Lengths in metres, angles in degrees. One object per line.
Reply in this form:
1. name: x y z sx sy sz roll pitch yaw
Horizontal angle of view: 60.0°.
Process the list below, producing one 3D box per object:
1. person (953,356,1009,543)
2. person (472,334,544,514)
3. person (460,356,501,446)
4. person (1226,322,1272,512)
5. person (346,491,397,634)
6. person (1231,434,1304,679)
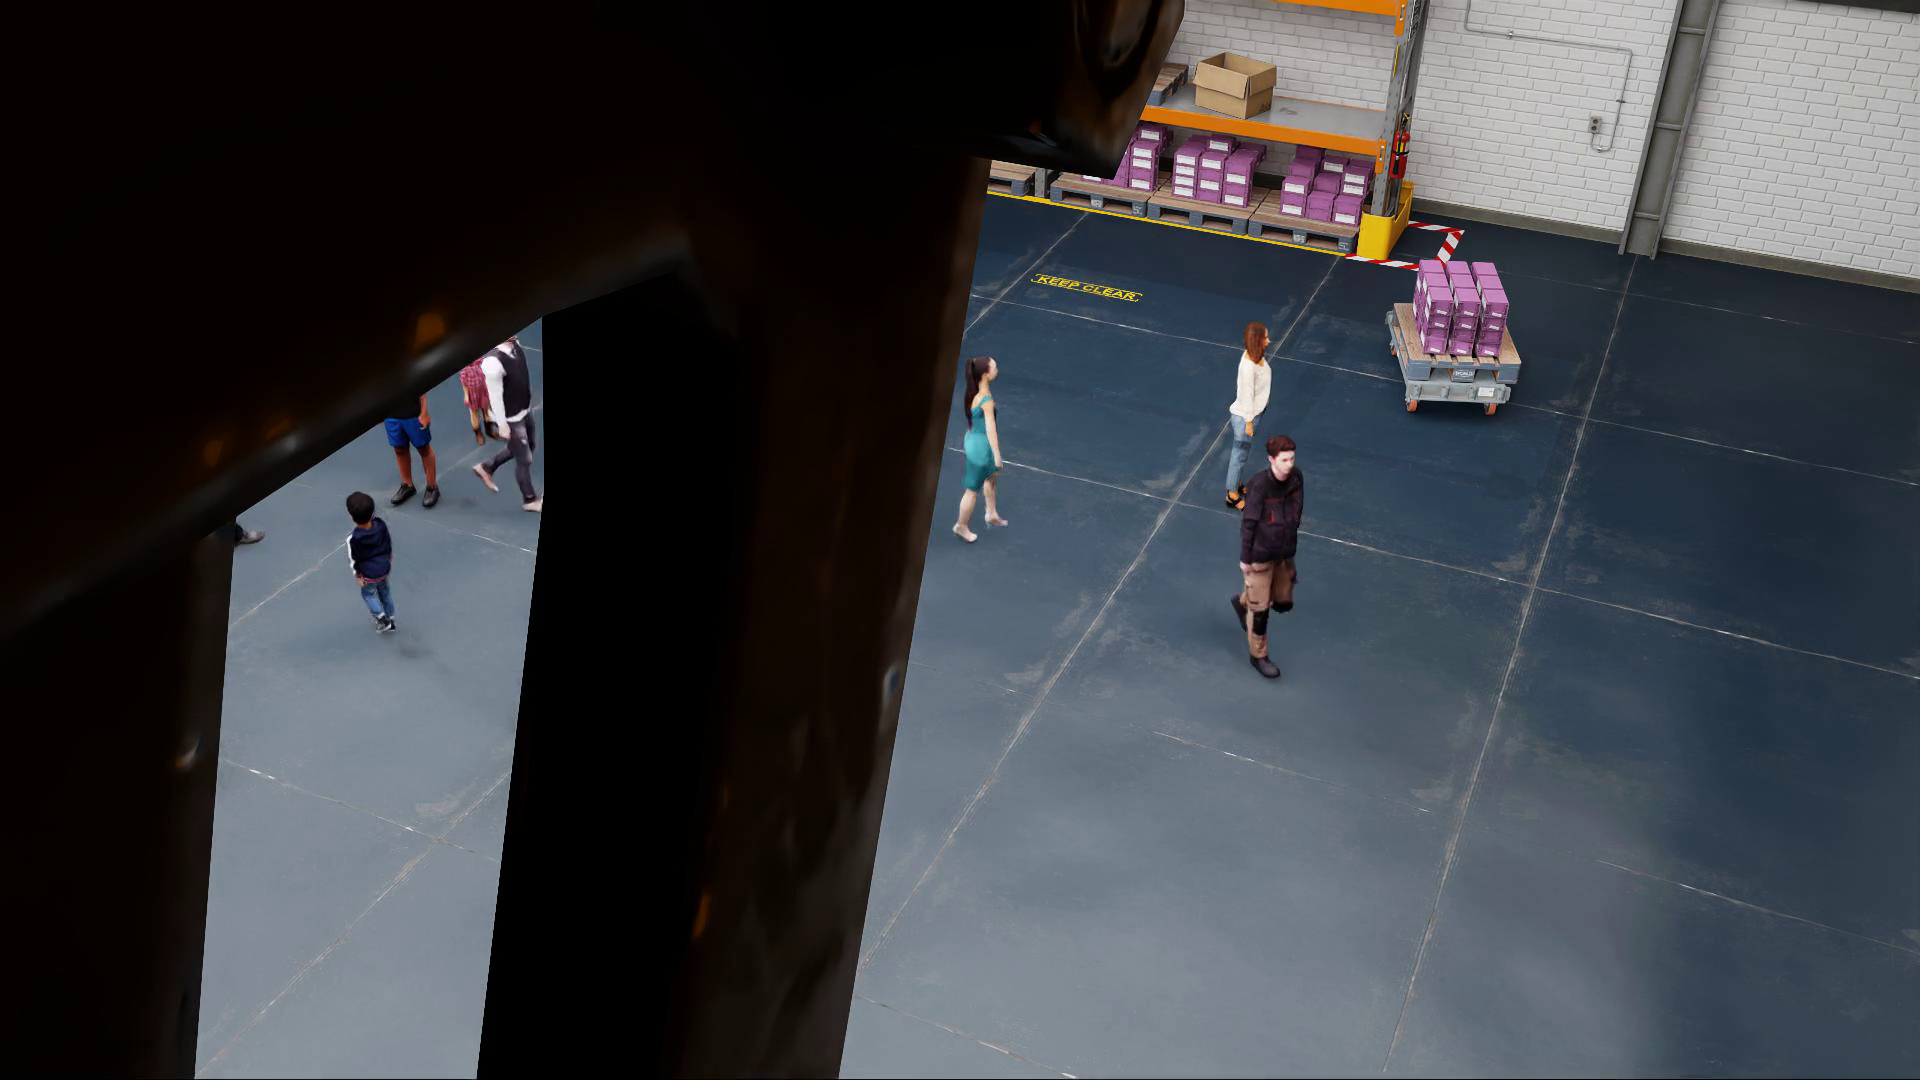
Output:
1. person: 0.078 -0.706 13.324 0.861 1.666 0.797 -10 35 -14
2. person: -3.756 -1.025 13.678 1.069 1.805 0.876 3 34 5
3. person: -4.322 -1.362 14.892 0.493 1.023 0.533 -23 40 -31
4. person: 2.380 -1.049 13.825 0.591 1.683 0.648 9 35 13
5. person: -4.345 0.196 12.375 0.609 1.214 0.588 27 42 35
6. person: 2.177 0.065 11.941 0.992 1.912 1.081 -16 37 -23
